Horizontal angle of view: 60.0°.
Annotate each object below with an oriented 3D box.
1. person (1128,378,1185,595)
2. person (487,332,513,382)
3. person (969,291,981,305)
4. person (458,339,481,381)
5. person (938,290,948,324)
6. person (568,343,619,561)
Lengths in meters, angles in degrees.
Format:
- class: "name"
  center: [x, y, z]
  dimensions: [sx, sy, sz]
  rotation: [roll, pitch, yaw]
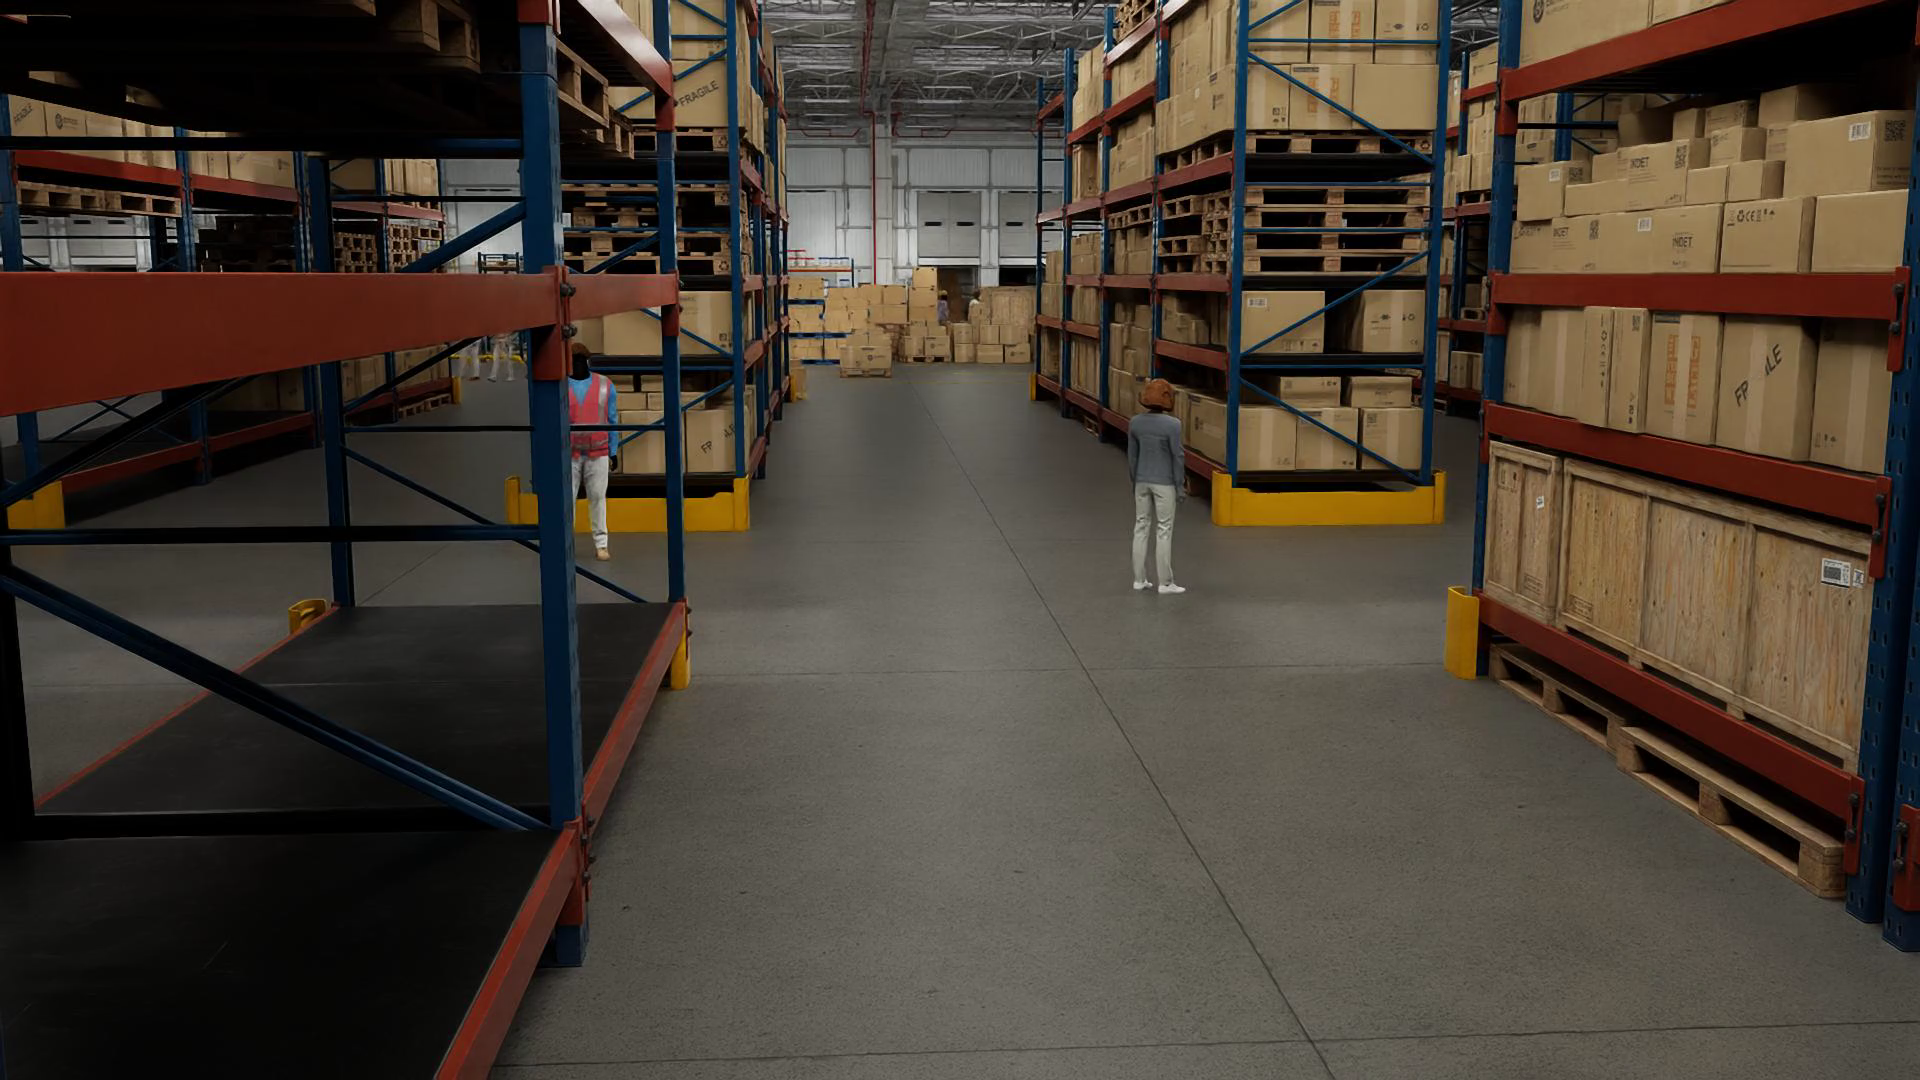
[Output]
- class: "person"
  center: [1.490, -0.403, 12.566]
  dimensions: [0.500, 1.633, 0.279]
  rotation: [8, 12, 42]
- class: "person"
  center: [-10.336, -4.341, 37.398]
  dimensions: [0.520, 1.593, 0.859]
  rotation: [2, 9, 13]
- class: "person"
  center: [0.464, -6.505, 49.919]
  dimensions: [0.356, 1.938, 0.633]
  rotation: [-4, 10, -22]
- class: "person"
  center: [-11.085, -4.488, 37.523]
  dimensions: [0.577, 1.850, 0.781]
  rotation: [3, 9, 18]
- class: "person"
  center: [-0.660, -7.600, 56.910]
  dimensions: [0.765, 1.907, 0.594]
  rotation: [-4, 10, -25]
- class: "person"
  center: [-3.176, -0.728, 13.951]
  dimensions: [0.634, 1.842, 0.429]
  rotation: [-3, 9, -16]
